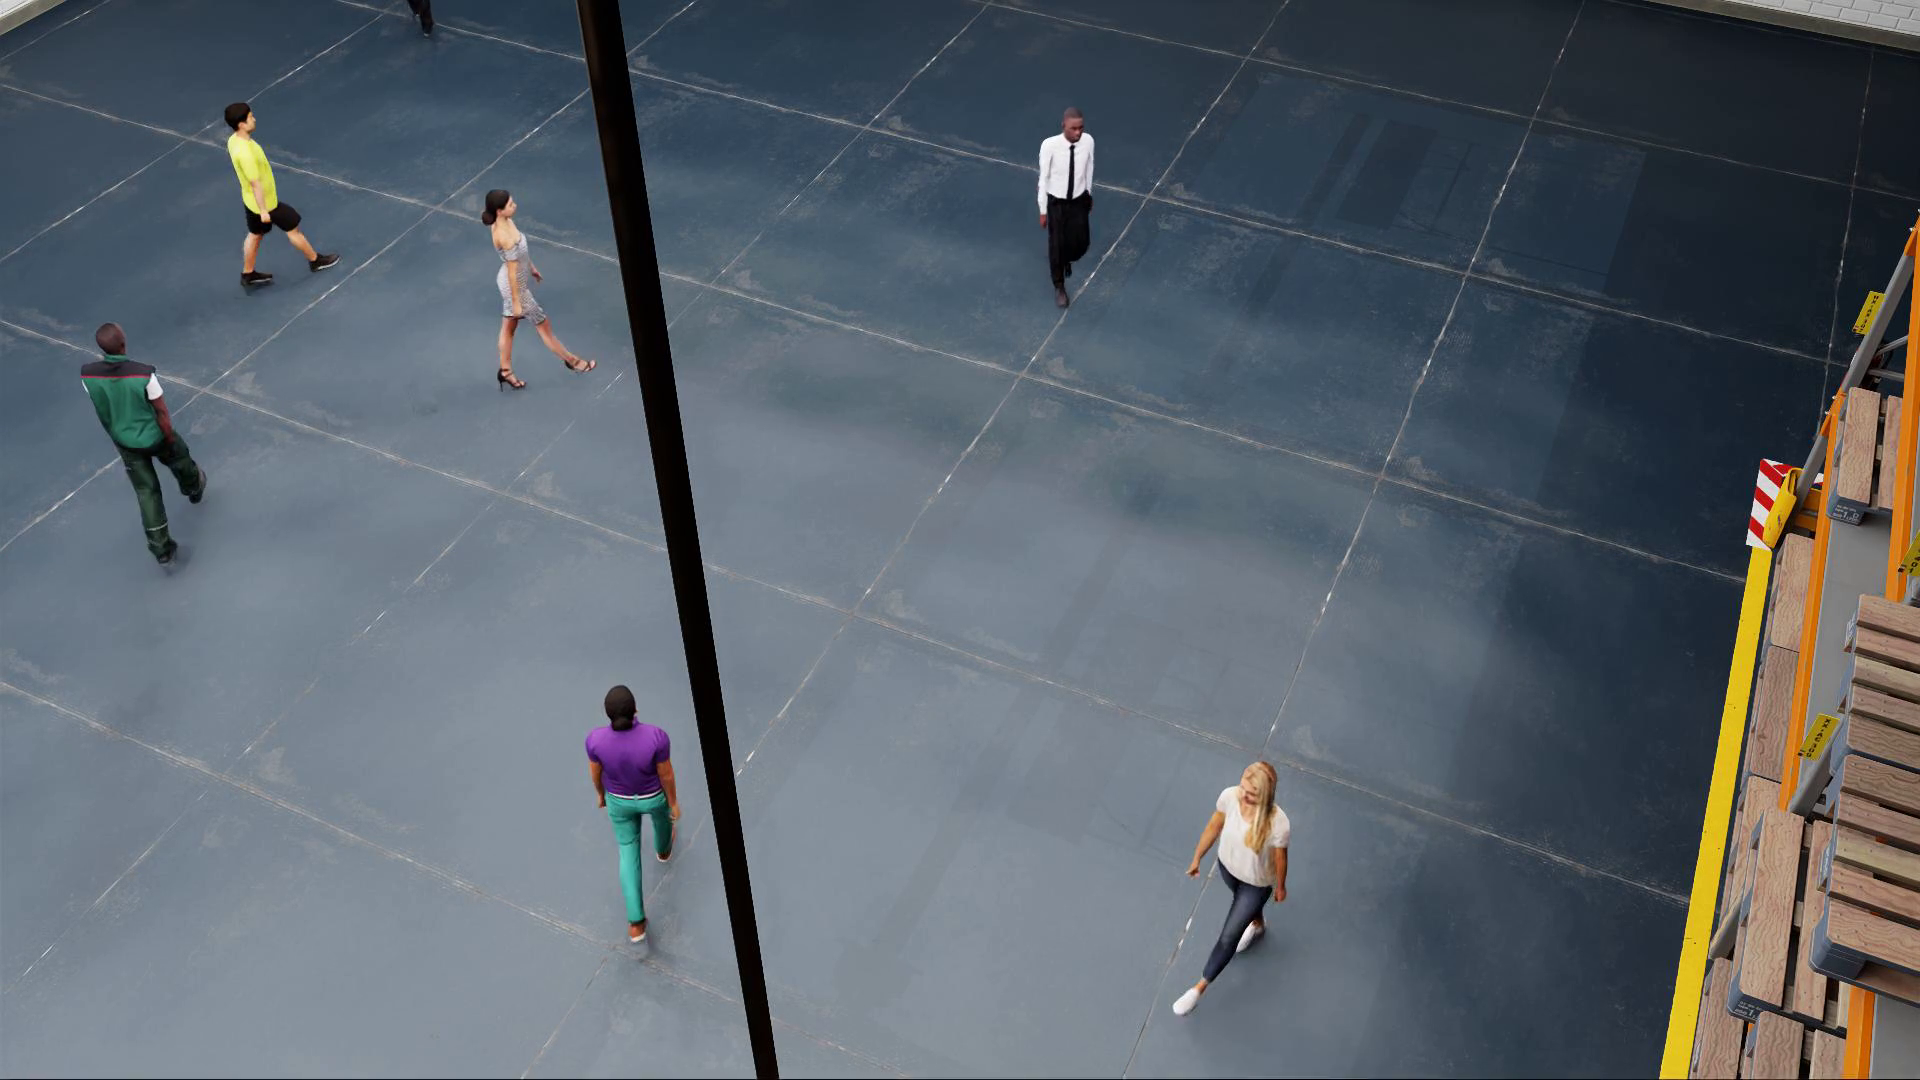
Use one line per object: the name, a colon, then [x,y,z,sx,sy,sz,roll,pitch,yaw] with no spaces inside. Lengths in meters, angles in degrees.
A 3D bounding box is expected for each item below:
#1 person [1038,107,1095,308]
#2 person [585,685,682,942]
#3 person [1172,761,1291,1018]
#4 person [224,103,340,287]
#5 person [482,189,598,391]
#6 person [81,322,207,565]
person: [0.853,-2.852,13.930,0.870,1.818,0.941,-10,44,-10]
person: [-1.831,1.533,9.390,1.032,1.730,1.261,-4,44,-4]
person: [1.620,1.772,9.109,1.214,1.772,0.942,-31,52,-29]
person: [-5.987,-2.865,14.056,1.182,1.663,0.979,-27,50,-25]
person: [-3.552,-1.907,12.956,1.087,1.791,1.038,-13,45,-13]
person: [-5.743,-0.653,11.643,1.136,1.788,1.327,-6,44,-6]
